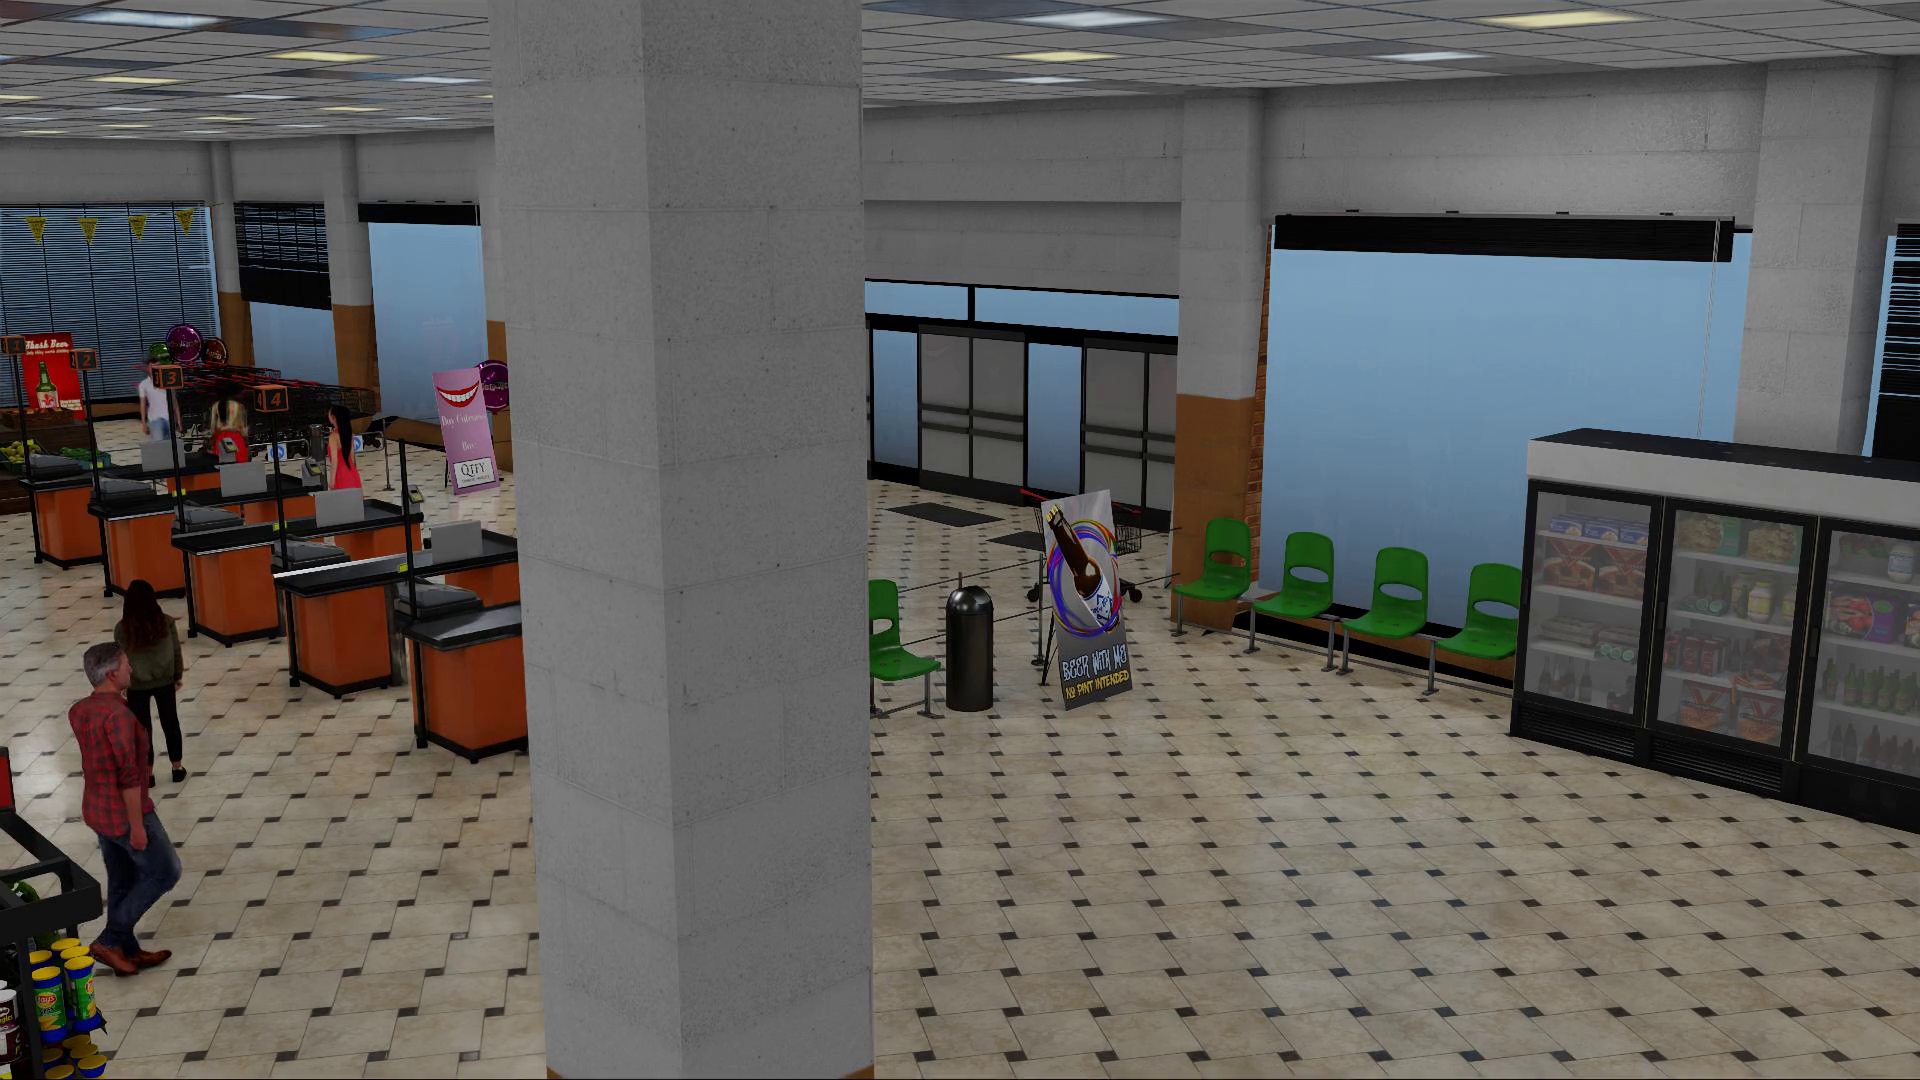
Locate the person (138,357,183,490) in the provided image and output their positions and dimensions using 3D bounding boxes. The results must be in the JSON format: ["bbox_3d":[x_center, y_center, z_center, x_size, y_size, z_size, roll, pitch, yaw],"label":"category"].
[{"bbox_3d":[-11.221,-1.646,23.321,0.846,1.833,0.710,-11,16,-43],"label":"person"}]

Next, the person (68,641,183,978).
[{"bbox_3d":[-4.461,1.446,8.670,0.731,1.820,0.743,10,16,40],"label":"person"}]

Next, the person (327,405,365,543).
[{"bbox_3d":[-7.058,-0.695,19.065,0.768,1.726,0.667,3,12,15],"label":"person"}]

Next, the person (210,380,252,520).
[{"bbox_3d":[-9.240,-1.108,20.935,0.773,1.763,0.848,-3,12,-16],"label":"person"}]

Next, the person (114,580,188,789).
[{"bbox_3d":[-5.670,0.994,11.651,0.497,1.475,0.672,-8,14,-34],"label":"person"}]
